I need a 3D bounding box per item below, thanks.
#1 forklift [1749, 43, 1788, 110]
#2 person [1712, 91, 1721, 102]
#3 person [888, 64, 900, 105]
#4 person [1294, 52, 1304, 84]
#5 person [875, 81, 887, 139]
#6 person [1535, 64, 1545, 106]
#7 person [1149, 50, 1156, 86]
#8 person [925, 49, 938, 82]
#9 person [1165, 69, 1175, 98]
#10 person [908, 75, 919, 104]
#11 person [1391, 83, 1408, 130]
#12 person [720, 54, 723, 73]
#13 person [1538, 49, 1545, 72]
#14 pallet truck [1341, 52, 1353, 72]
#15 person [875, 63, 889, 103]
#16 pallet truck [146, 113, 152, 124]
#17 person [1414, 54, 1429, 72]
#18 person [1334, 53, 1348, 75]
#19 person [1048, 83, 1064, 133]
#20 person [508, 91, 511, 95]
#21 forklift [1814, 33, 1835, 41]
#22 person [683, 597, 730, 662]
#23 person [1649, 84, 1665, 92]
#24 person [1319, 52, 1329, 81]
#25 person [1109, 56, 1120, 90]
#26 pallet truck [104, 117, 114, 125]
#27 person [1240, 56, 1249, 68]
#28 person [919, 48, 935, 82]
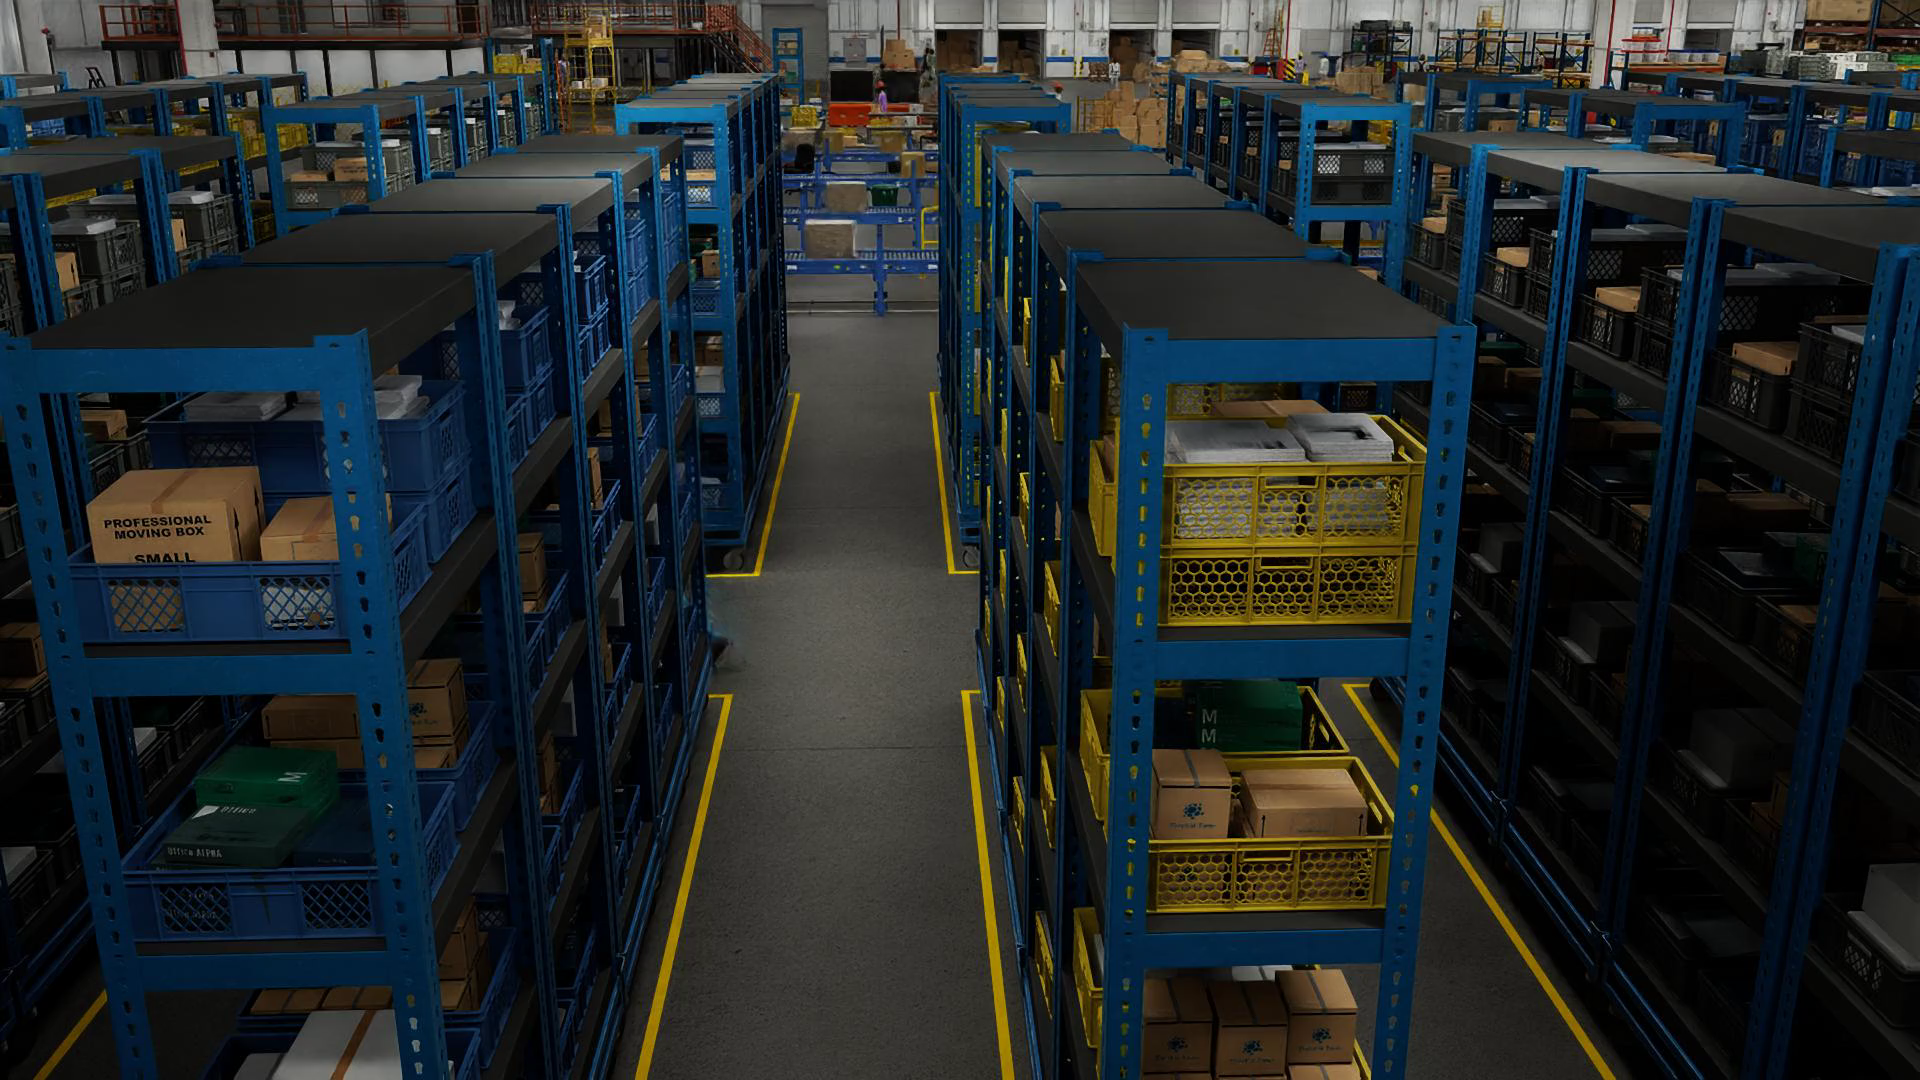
[{"bbox_3d":[31.171,-17.784,64.297,1.129,2.768,1.873,-1,18,-2],"label":"forklift"},{"bbox_3d":[25.214,-14.479,55.658,0.633,1.882,1.024,12,21,32],"label":"person"},{"bbox_3d":[-2.735,-18.655,68.559,0.555,1.909,0.895,-12,21,-33],"label":"person"},{"bbox_3d":[17.084,-23.579,83.770,0.585,1.922,0.391,-10,20,-27],"label":"person"},{"bbox_3d":[-2.487,-13.642,53.018,0.448,1.925,0.544,0,18,0],"label":"person"},{"bbox_3d":[24.111,-18.865,69.282,0.528,1.860,0.333,-9,20,-25],"label":"person"},{"bbox_3d":[10.324,-25.178,88.807,0.387,1.865,0.551,0,18,-1],"label":"person"},{"bbox_3d":[-1.565,-26.592,93.295,0.964,1.791,0.639,2,18,5],"label":"person"},{"bbox_3d":[7.999,-16.798,62.802,0.601,1.908,0.445,-10,20,-28],"label":"person"},{"bbox_3d":[-1.775,-15.860,60.083,0.901,1.785,0.625,1,18,3],"label":"person"},{"bbox_3d":[15.100,-15.015,57.092,0.830,2.017,0.607,7,19,20],"label":"person"},{"bbox_3d":[-12.523,-24.819,87.773,0.789,1.826,0.531,16,24,41],"label":"person"},{"bbox_3d":[31.482,-25.659,90.209,0.382,1.917,0.585,1,18,3],"label":"person"},{"bbox_3d":[18.794,-23.123,82.231,0.823,1.965,1.885,-13,22,-35],"label":"pallet truck"},{"bbox_3d":[-3.303,-19.095,70.011,0.943,1.862,0.666,-5,19,-15],"label":"person"},{"bbox_3d":[-18.087,-8.309,36.390,1.885,1.965,0.823,-1,18,-4],"label":"pallet truck"},{"bbox_3d":[21.446,-21.559,77.323,0.688,2.000,0.539,6,19,18],"label":"person"},{"bbox_3d":[19.117,-23.515,83.606,0.653,1.896,0.942,13,22,34],"label":"person"},{"bbox_3d":[2.879,-13.031,51.096,0.373,1.962,0.778,10,20,28],"label":"person"},{"bbox_3d":[-14.861,-14.321,55.491,0.941,1.687,0.503,-3,18,-9],"label":"person"},{"bbox_3d":[44.096,-24.547,85.225,1.129,2.768,1.873,7,19,21],"label":"forklift"},{"bbox_3d":[-2.003,0.039,10.860,0.866,1.814,0.572,2,18,7],"label":"person"},{"bbox_3d":[27.030,-17.384,64.547,0.613,1.956,0.373,6,19,18],"label":"person"},{"bbox_3d":[18.332,-23.584,83.778,0.441,1.920,0.631,-16,24,-41],"label":"person"},{"bbox_3d":[7.305,-21.903,78.661,0.573,1.877,0.353,-6,19,-18],"label":"person"},{"bbox_3d":[-18.367,-7.885,35.078,1.885,1.965,0.823,1,18,2],"label":"pallet truck"},{"bbox_3d":[13.614,-22.056,79.161,0.956,1.843,0.598,-13,22,-34],"label":"person"},{"bbox_3d":[-1.939,-26.870,94.046,1.015,1.870,0.607,5,18,14],"label":"person"}]
